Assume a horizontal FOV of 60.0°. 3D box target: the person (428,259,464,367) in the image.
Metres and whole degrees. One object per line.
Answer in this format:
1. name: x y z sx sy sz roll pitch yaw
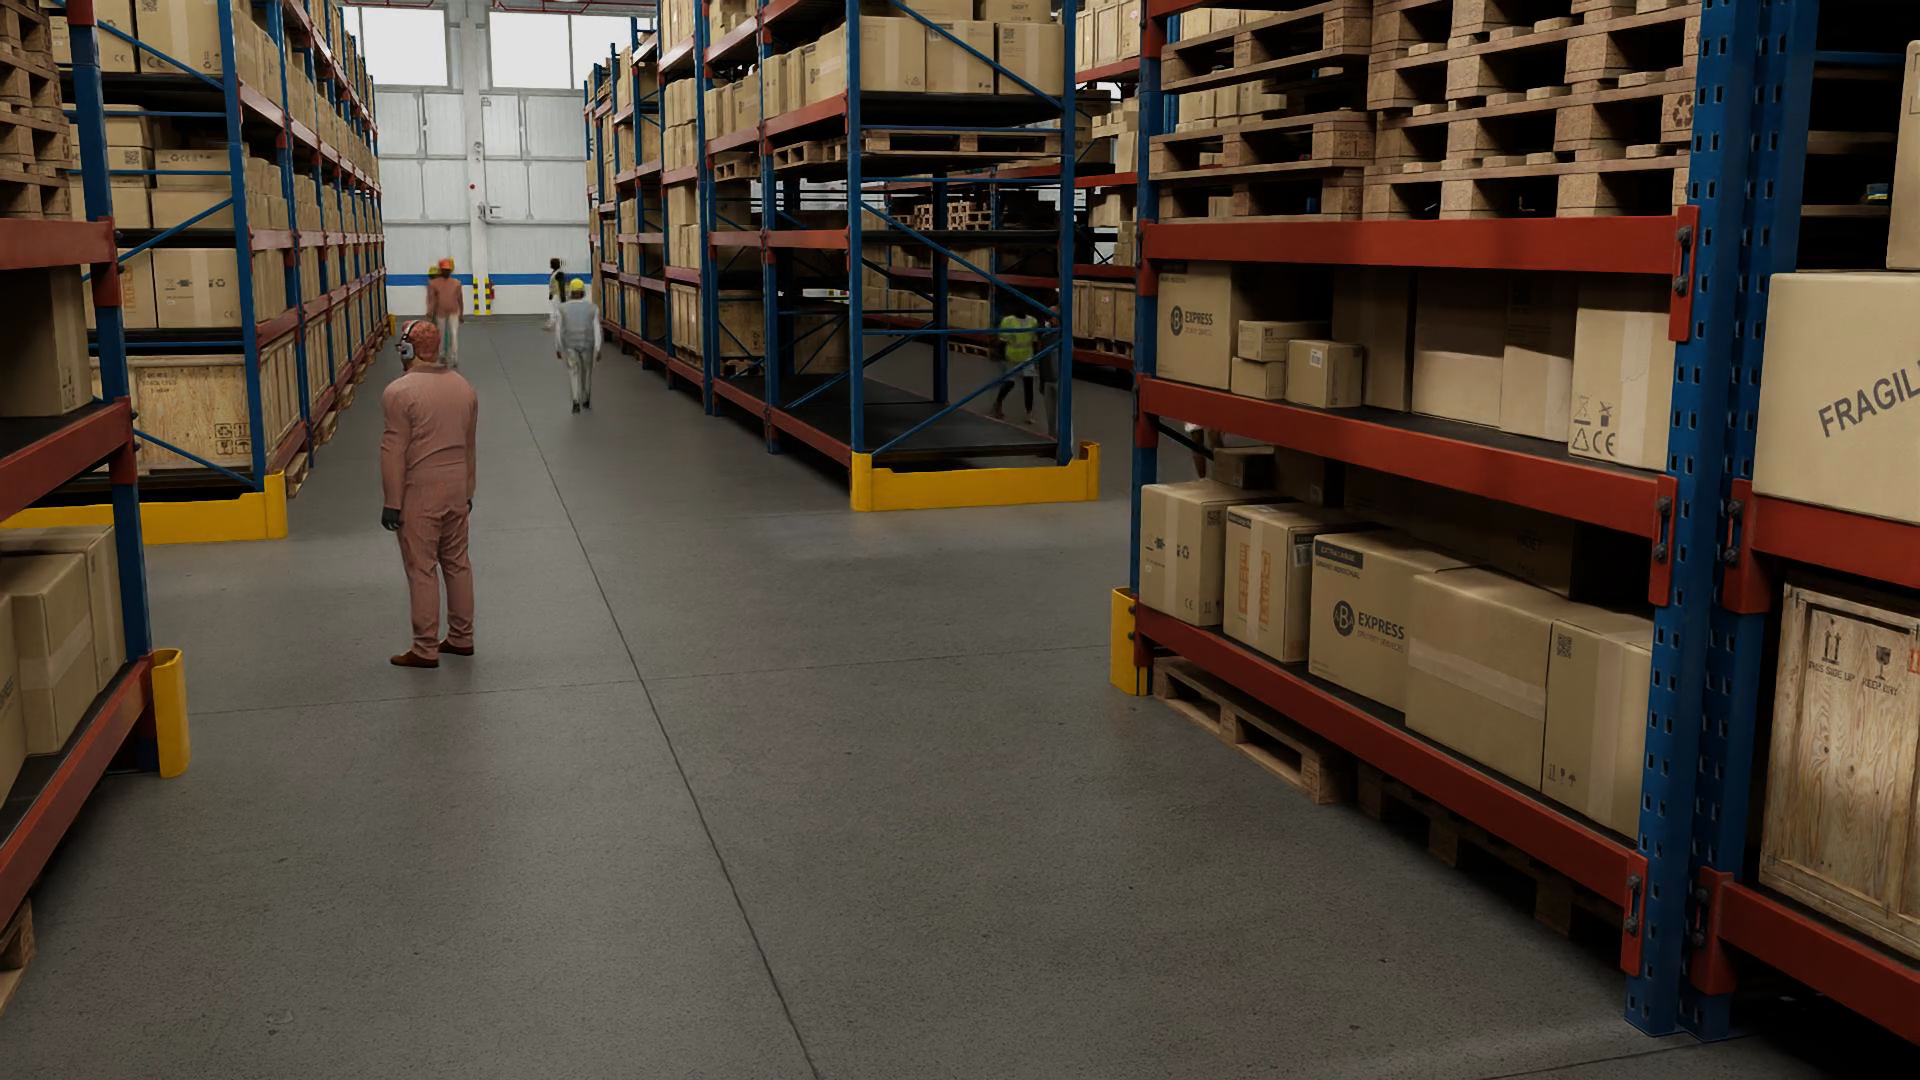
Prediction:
1. person: -9.366 -4.135 30.278 0.638 1.965 0.976 -5 11 -25

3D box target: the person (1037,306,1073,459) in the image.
1. person: 1.011 -1.653 17.583 0.289 1.627 0.498 -7 13 -35

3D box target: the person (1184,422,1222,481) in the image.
1. person: 2.085 -1.275 14.450 0.610 1.997 0.918 3 11 14

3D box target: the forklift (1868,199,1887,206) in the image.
1. forklift: 11.338 -2.915 21.052 1.129 2.768 1.873 -3 11 -17

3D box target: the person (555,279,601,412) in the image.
1. person: -5.177 -2.641 22.560 0.605 1.791 0.950 -3 11 -15

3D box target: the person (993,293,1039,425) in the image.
1. person: 0.711 -2.310 21.077 0.560 1.663 0.727 -4 11 -22

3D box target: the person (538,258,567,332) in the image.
1. person: -10.080 -6.079 41.328 0.930 1.804 0.620 -3 11 -18

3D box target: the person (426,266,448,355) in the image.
1. person: -10.426 -4.556 33.093 0.525 1.772 0.306 6 12 29

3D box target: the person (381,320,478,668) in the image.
1. person: -2.935 -0.254 9.168 0.400 1.901 0.645 5 11 25
